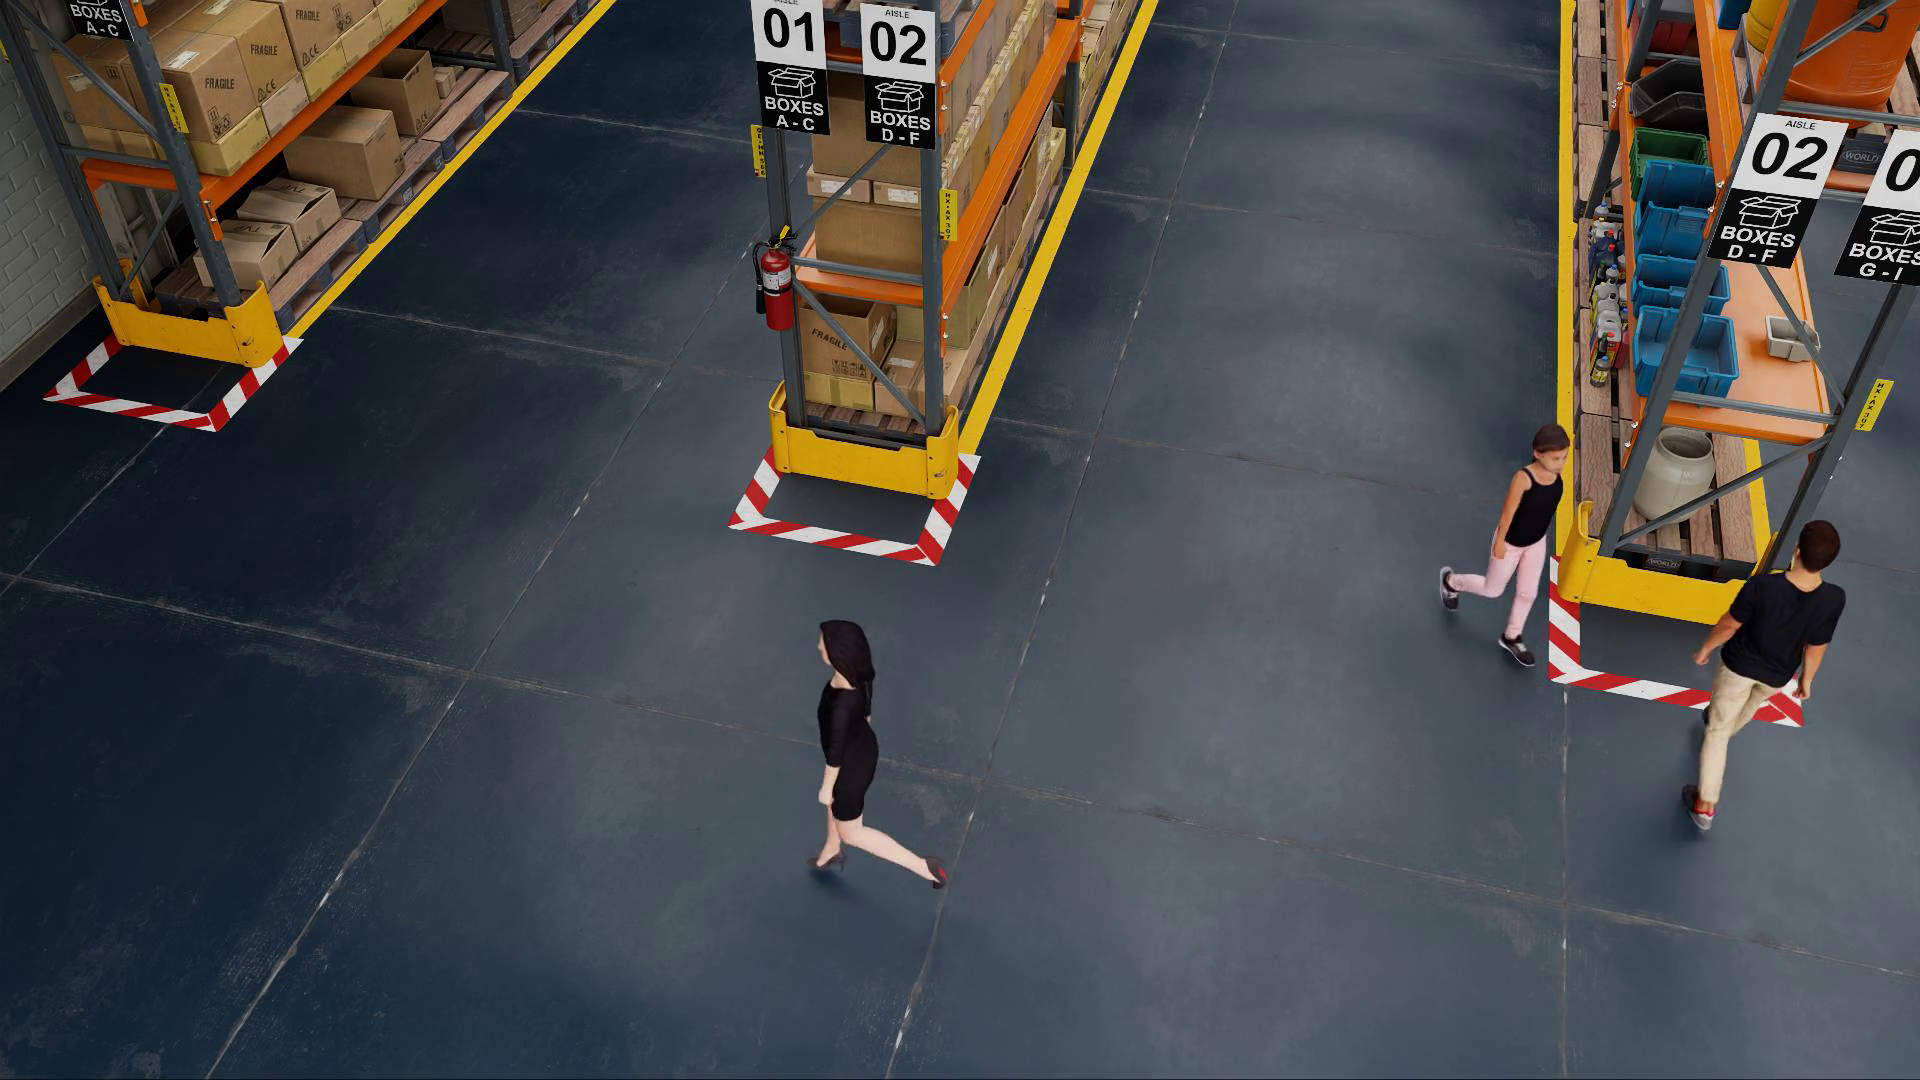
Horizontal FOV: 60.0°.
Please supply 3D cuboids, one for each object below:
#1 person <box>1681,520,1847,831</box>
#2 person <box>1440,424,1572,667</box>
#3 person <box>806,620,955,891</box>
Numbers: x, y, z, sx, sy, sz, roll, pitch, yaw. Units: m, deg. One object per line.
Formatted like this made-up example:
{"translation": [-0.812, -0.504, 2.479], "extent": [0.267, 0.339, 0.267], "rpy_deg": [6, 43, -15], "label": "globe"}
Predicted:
{"translation": [3.915, 0.692, 8.171], "extent": [0.749, 1.816, 1.101], "rpy_deg": [6, 43, 7], "label": "person"}
{"translation": [3.033, -0.040, 9.151], "extent": [0.896, 1.547, 0.979], "rpy_deg": [-20, 47, -20], "label": "person"}
{"translation": [-0.442, 1.089, 7.772], "extent": [0.721, 1.779, 0.963], "rpy_deg": [7, 43, 7], "label": "person"}
